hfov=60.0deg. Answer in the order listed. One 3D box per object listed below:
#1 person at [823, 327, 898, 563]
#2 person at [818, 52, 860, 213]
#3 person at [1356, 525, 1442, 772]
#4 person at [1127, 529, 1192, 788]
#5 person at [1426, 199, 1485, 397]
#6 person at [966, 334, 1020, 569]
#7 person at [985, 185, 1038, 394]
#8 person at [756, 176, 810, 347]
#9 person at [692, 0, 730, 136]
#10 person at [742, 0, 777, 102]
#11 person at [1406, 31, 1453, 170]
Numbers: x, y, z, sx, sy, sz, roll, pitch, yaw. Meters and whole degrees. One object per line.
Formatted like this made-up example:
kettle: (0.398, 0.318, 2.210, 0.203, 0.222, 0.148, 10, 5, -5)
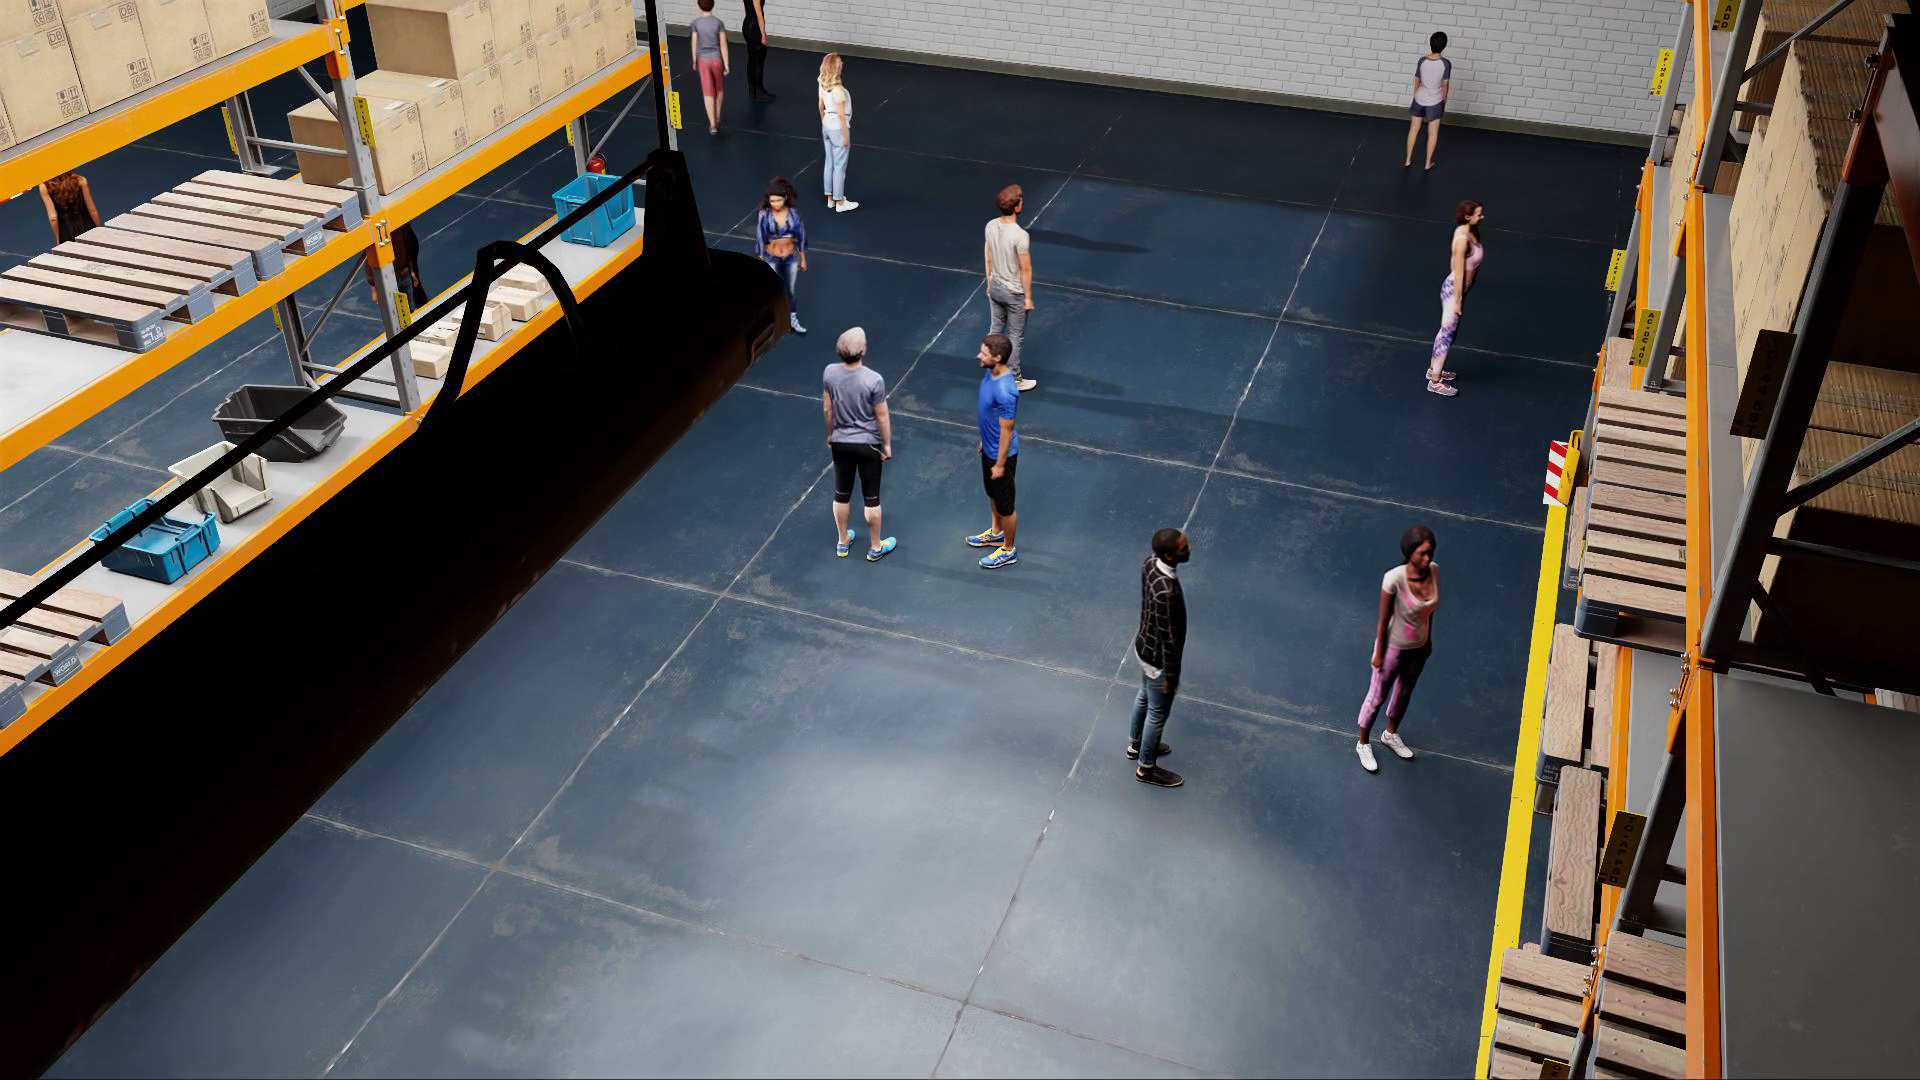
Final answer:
person: (-0.764, -0.705, 12.291, 0.655, 1.887, 0.540, 12, 35, 17)
person: (-1.354, -4.421, 18.031, 0.730, 1.723, 0.713, -22, 39, -29)
person: (2.754, 0.661, 10.368, 0.653, 1.742, 0.712, -14, 36, -21)
person: (1.214, 0.697, 10.242, 0.799, 1.821, 0.659, -3, 34, -5)
person: (4.349, -2.150, 14.574, 0.670, 1.767, 0.483, 8, 34, 12)
person: (0.291, -0.675, 12.263, 0.765, 1.869, 0.678, -9, 35, -13)
person: (0.422, -2.186, 14.509, 0.734, 1.899, 0.697, 27, 42, 34)
person: (-1.645, -2.605, 15.396, 0.839, 1.613, 0.882, -13, 36, -18)
person: (-3.008, -5.692, 20.042, 0.972, 1.613, 1.201, -5, 34, -8)
person: (-2.603, -6.439, 21.097, 0.729, 1.688, 0.682, -18, 38, -25)
person: (5.407, -5.070, 19.150, 0.594, 1.564, 0.586, 19, 38, 27)
